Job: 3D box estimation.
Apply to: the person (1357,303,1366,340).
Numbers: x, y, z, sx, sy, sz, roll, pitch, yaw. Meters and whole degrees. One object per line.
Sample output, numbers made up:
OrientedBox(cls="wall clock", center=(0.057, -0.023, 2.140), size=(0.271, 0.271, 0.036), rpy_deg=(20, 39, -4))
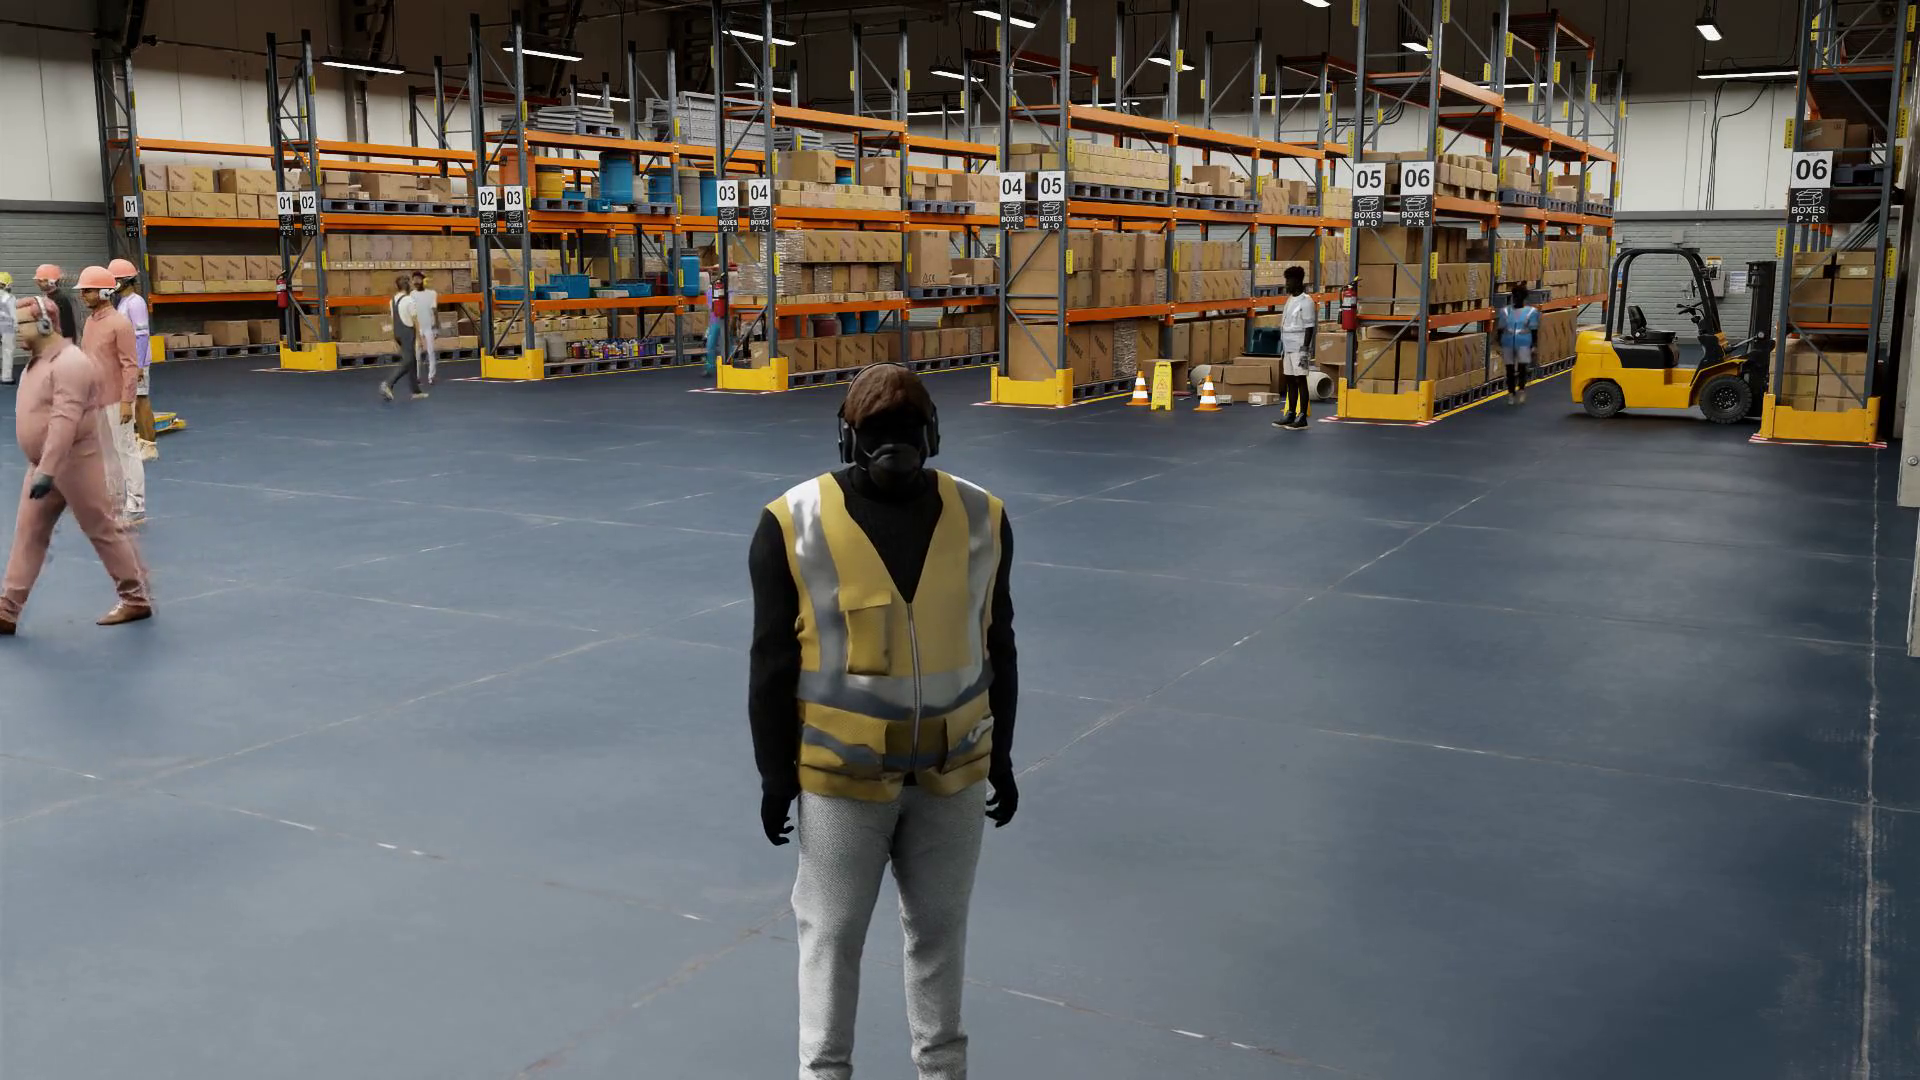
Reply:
OrientedBox(cls="person", center=(8.684, -5.036, 36.262), size=(0.510, 1.860, 0.333), rpy_deg=(2, 10, 11))

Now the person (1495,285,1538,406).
OrientedBox(cls="person", center=(7.651, -2.673, 22.922), size=(0.545, 1.675, 0.428), rpy_deg=(5, 11, 29))

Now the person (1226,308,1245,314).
OrientedBox(cls="person", center=(6.277, -5.164, 36.867), size=(0.794, 1.894, 0.617), rpy_deg=(-6, 11, -30))

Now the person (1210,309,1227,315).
OrientedBox(cls="person", center=(5.854, -5.293, 37.806), size=(0.591, 1.833, 0.971), rpy_deg=(7, 12, 36))

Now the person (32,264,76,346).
OrientedBox(cls="person", center=(-10.695, -2.283, 19.767), size=(0.472, 1.980, 0.641), rpy_deg=(-6, 11, -30))

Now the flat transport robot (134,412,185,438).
OrientedBox(cls="flat transport robot", center=(-9.545, -1.329, 19.196), size=(0.652, 0.197, 1.431), rpy_deg=(-1, 10, -5))

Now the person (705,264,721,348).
OrientedBox(cls="person", center=(-5.358, -5.131, 36.650), size=(0.598, 1.908, 0.720), rpy_deg=(4, 10, 20))

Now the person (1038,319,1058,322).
OrientedBox(cls="person", center=(1.639, -3.541, 27.432), size=(0.636, 1.899, 1.005), rpy_deg=(5, 11, 25))

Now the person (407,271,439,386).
OrientedBox(cls="person", center=(-8.521, -3.336, 26.385), size=(0.543, 1.825, 0.930), rpy_deg=(0, 10, -1))

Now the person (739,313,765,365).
OrientedBox(cls="person", center=(-3.989, -4.197, 31.816), size=(0.535, 1.699, 0.318), rpy_deg=(1, 10, 5))

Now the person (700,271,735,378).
OrientedBox(cls="person", center=(-4.131, -3.648, 28.271), size=(0.570, 1.816, 0.823), rpy_deg=(4, 10, 21))

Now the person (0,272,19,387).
OrientedBox(cls="person", center=(-15.162, -3.358, 26.551), size=(0.630, 1.814, 0.584), rpy_deg=(4, 10, 21))

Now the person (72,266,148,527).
OrientedBox(cls="person", center=(-6.553, -1.099, 12.802), size=(0.608, 1.996, 0.382), rpy_deg=(7, 12, 35))

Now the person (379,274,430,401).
OrientedBox(cls="person", center=(-8.002, -2.892, 23.838), size=(0.523, 1.820, 0.801), rpy_deg=(8, 13, 39))

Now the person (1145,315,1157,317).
OrientedBox(cls="person", center=(3.869, -4.727, 34.389), size=(0.412, 1.888, 0.652), rpy_deg=(-3, 10, -19))

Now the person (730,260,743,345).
OrientedBox(cls="person", center=(-5.210, -5.541, 38.739), size=(0.606, 2.021, 0.496), rpy_deg=(2, 10, 13))

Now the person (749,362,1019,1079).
OrientedBox(cls="person", center=(-0.156, 0.520, 3.775), size=(0.635, 1.842, 0.429), rpy_deg=(-3, 10, -17))

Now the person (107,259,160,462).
OrientedBox(cls="person", center=(-8.372, -1.801, 16.779), size=(0.381, 2.040, 0.616), rpy_deg=(-7, 12, -36))

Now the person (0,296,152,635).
OrientedBox(cls="person", center=(-4.991, -0.399, 9.132), size=(0.641, 1.853, 0.979), rpy_deg=(7, 12, 37))

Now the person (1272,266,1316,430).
OrientedBox(cls="person", center=(4.023, -2.303, 19.962), size=(0.375, 1.959, 0.603), rpy_deg=(-3, 10, -15))
